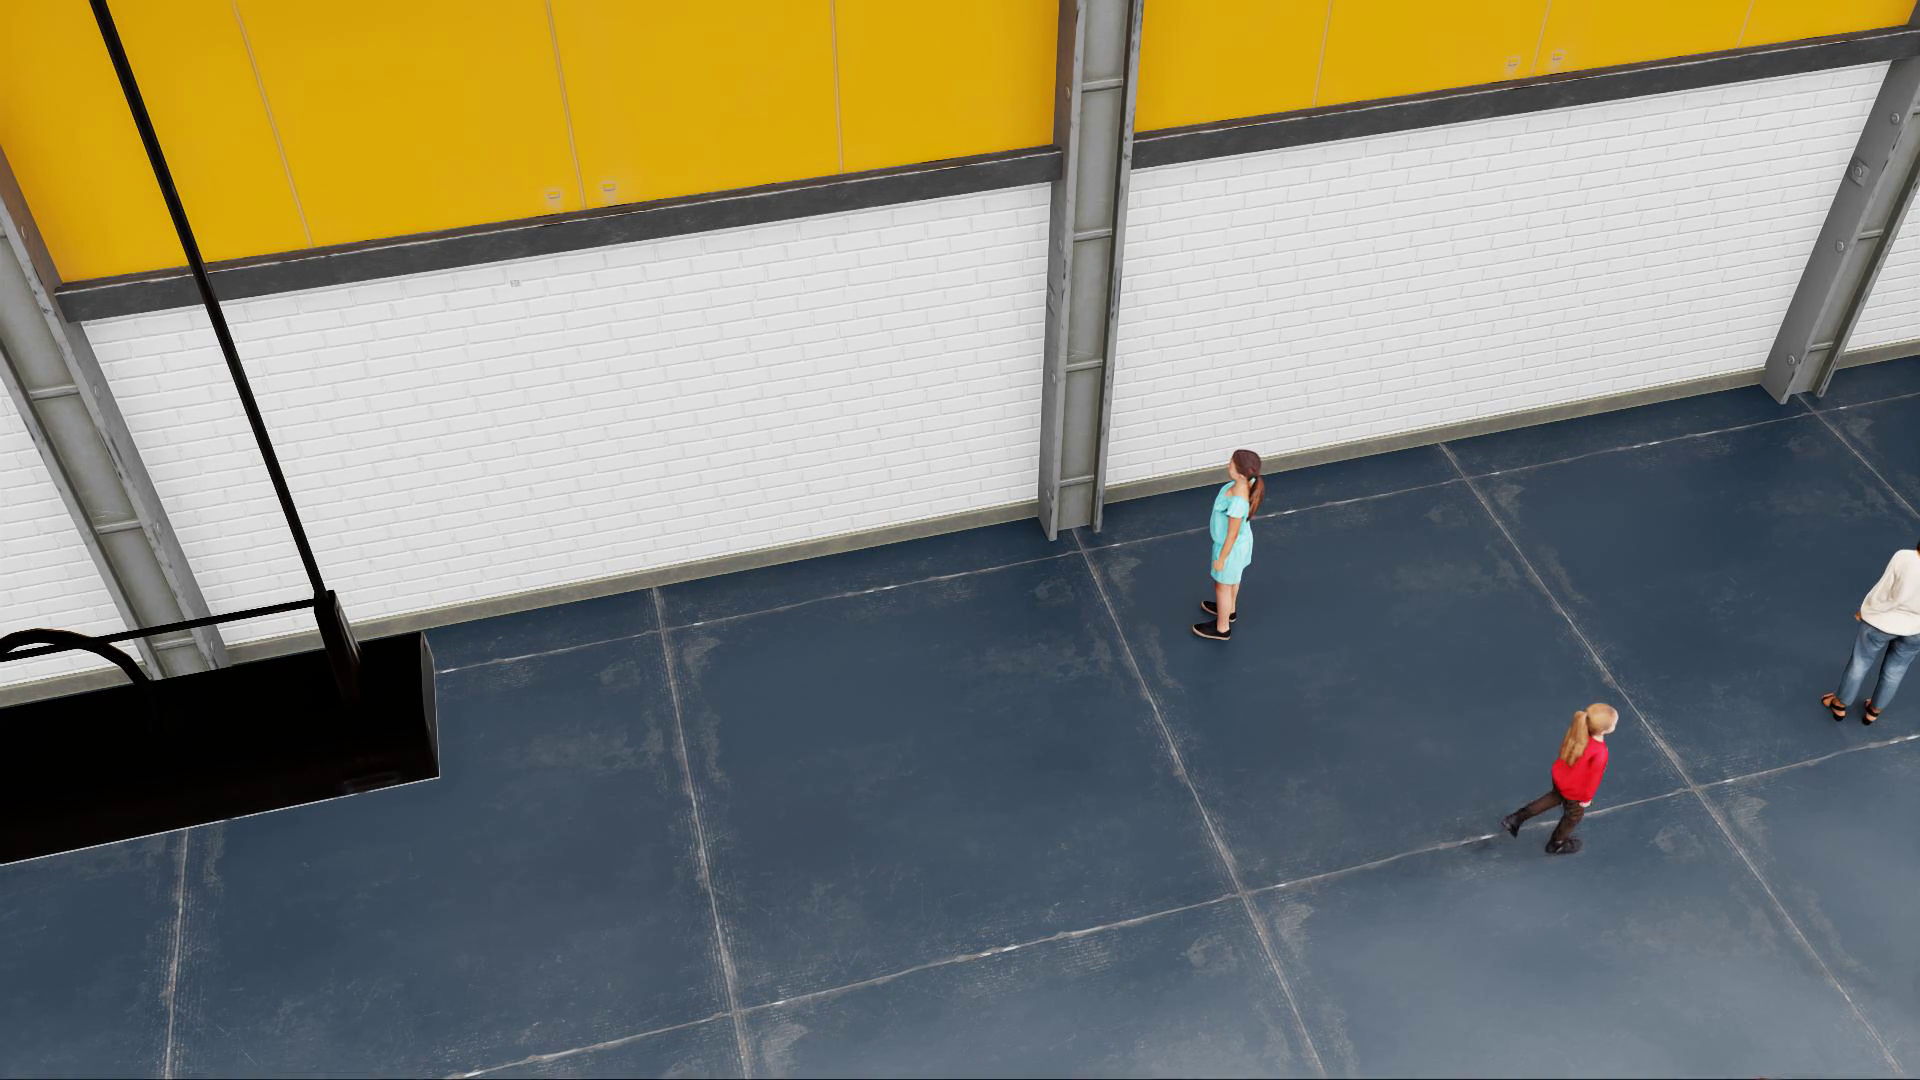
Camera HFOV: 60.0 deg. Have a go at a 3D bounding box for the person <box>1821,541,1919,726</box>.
[{"bbox_3d":[5.737,0.501,10.175,0.651,1.680,0.765,11,45,11],"label":"person"}]

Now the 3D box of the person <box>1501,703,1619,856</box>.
[{"bbox_3d":[3.467,1.386,9.540,0.749,1.274,0.541,-6,44,-6],"label":"person"}]

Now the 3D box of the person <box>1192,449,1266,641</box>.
[{"bbox_3d":[1.761,0.019,10.769,0.697,1.558,0.649,16,46,16],"label":"person"}]
